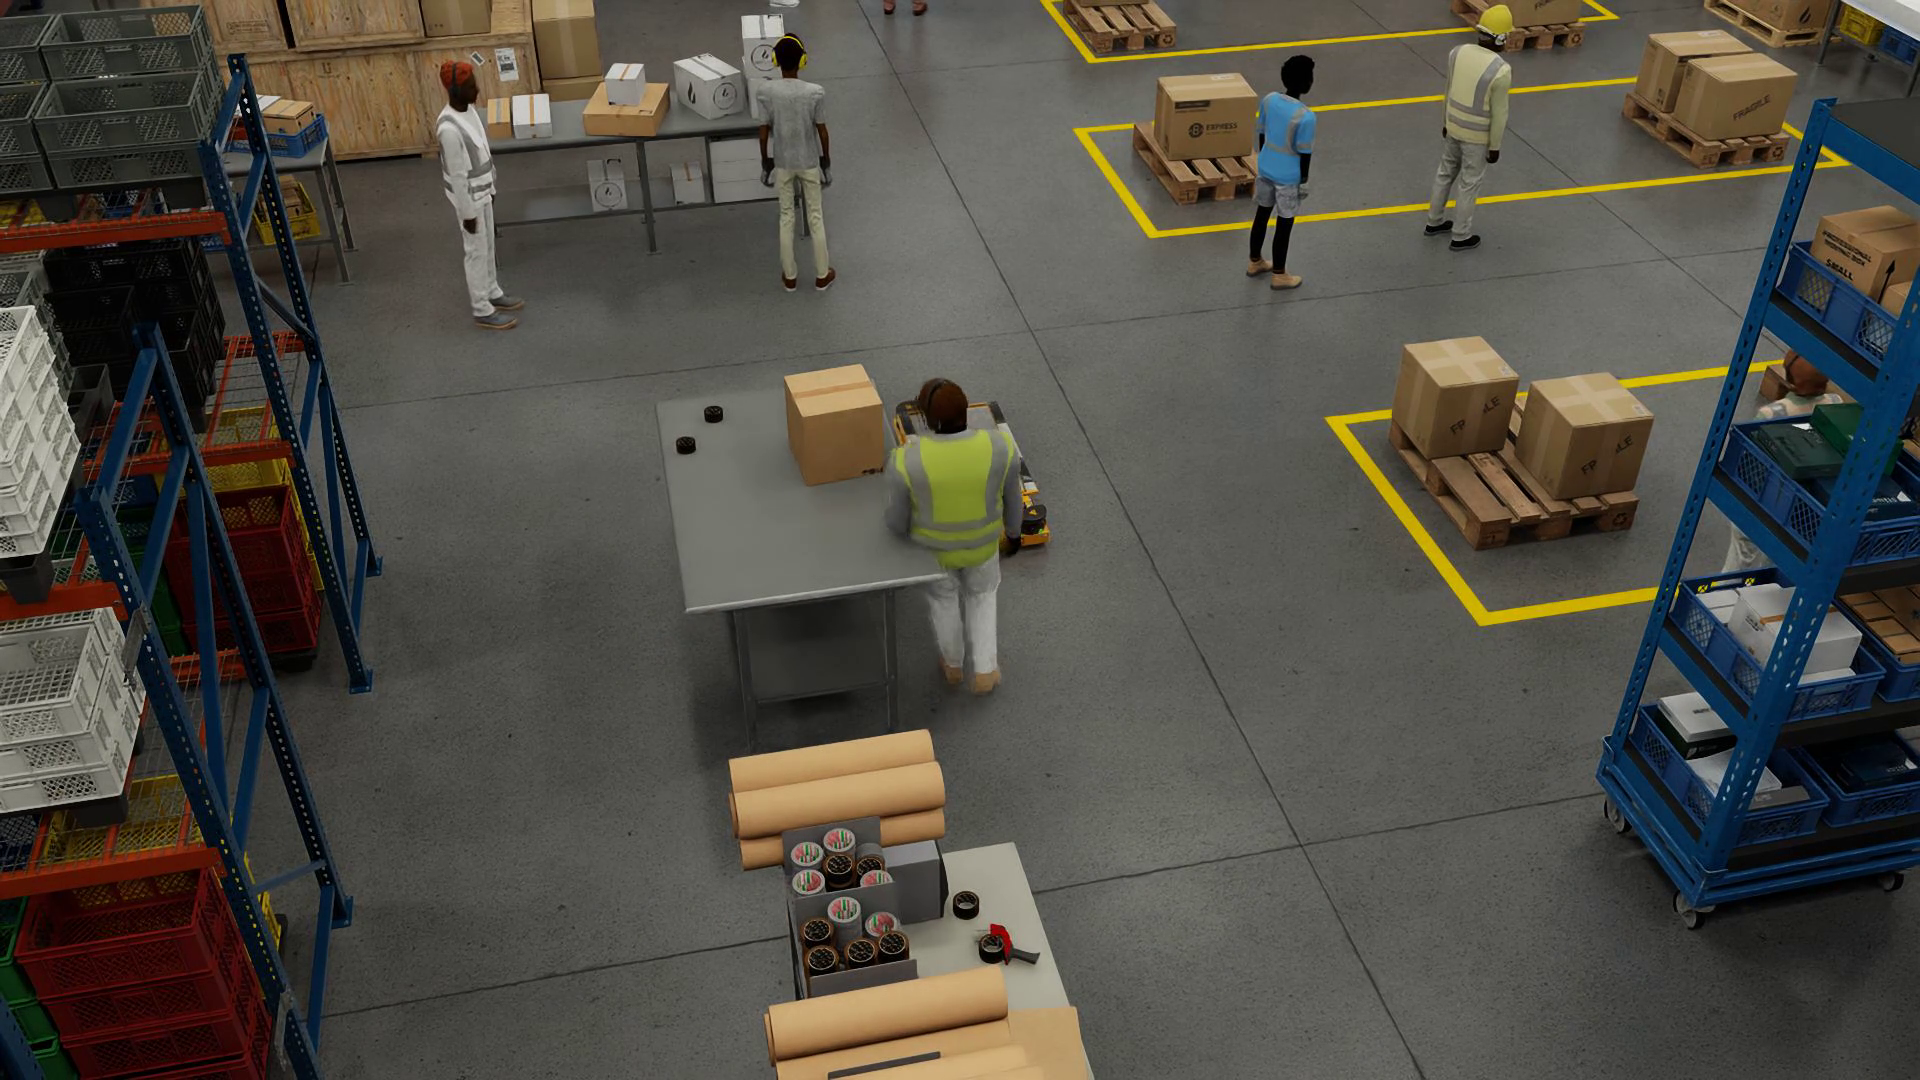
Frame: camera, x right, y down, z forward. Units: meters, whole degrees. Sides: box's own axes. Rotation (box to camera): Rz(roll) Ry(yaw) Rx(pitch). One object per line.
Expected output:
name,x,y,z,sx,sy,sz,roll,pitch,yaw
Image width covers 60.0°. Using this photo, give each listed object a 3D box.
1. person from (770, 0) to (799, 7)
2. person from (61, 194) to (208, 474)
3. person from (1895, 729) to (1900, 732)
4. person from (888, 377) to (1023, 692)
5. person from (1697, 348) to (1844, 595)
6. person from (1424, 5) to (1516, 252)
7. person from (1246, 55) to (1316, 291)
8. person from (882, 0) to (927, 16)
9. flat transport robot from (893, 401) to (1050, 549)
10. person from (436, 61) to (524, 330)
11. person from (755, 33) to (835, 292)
person,-1.883,-6.366,16.717,0.381,1.915,0.596,-8,37,-10
person,-4.872,-1.151,9.696,0.370,1.934,0.627,30,46,34
person,4.675,0.310,7.696,0.624,1.983,0.417,29,46,33
person,-0.019,0.000,8.239,0.677,1.820,0.459,-5,37,-6
person,4.279,-0.279,8.767,0.512,1.639,0.311,-10,38,-13
person,3.808,-3.050,12.340,0.403,1.823,0.596,-18,40,-22
person,2.302,-2.622,11.865,0.322,1.699,0.536,-20,41,-24
person,-0.545,-6.174,16.479,0.657,1.901,0.396,5,37,7
flat transport robot,0.046,-0.430,10.108,0.652,0.197,1.431,-8,37,-10
person,-3.309,-2.345,11.350,0.357,1.877,0.564,0,37,0
person,-1.157,-2.646,11.763,0.519,1.865,0.331,1,37,1
